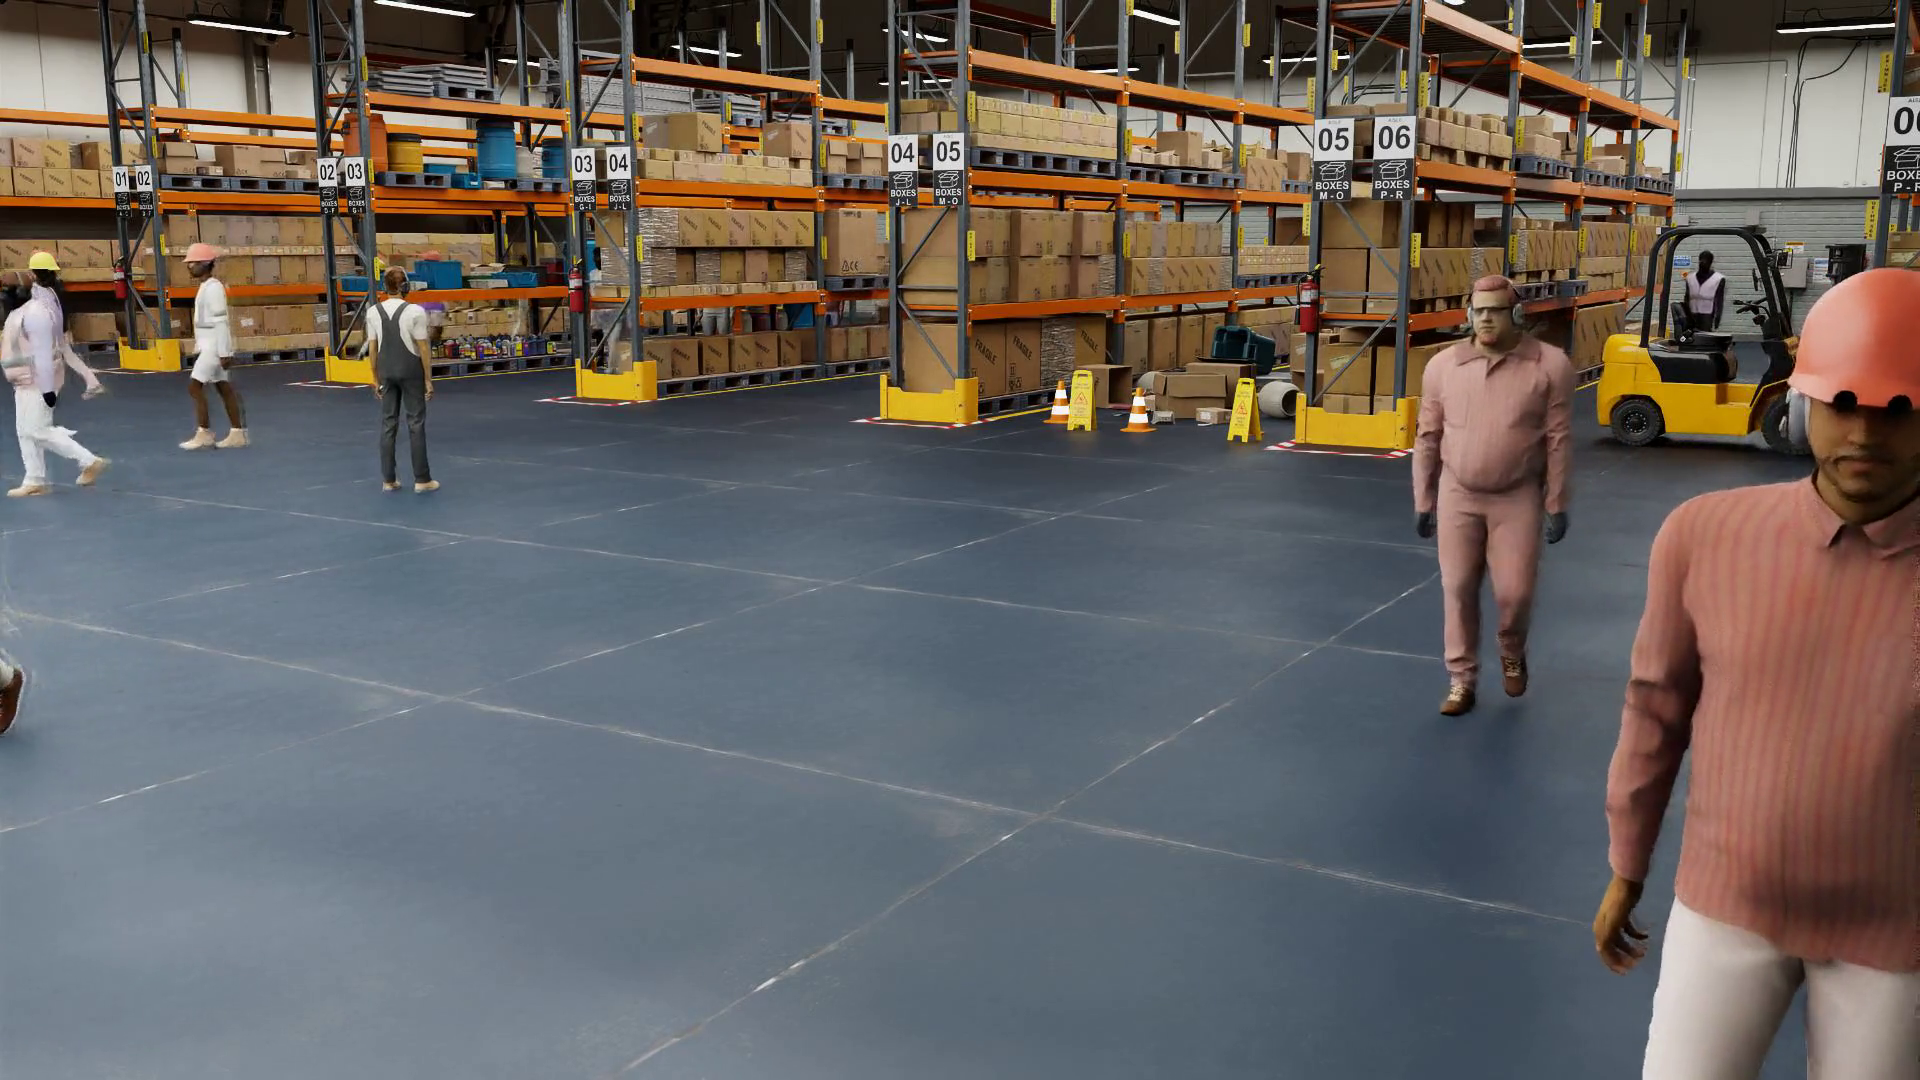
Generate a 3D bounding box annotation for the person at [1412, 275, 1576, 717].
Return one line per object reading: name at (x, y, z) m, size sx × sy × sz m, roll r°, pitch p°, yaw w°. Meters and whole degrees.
person at (2.266, -0.183, 7.134) m, size 0.663 × 1.887 × 0.469 m, roll 5°, pitch 11°, yaw 28°

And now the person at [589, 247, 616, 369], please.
person at (-5.761, -3.729, 26.783) m, size 0.608 × 1.966 × 0.365 m, roll 7°, pitch 12°, yaw 33°

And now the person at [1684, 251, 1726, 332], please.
person at (11.037, -3.338, 24.749) m, size 0.454 × 1.907 × 0.616 m, roll -8°, pitch 13°, yaw -38°

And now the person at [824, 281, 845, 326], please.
person at (-2.187, -3.848, 28.004) m, size 0.525 × 1.772 × 0.306 m, roll 4°, pitch 11°, yaw 22°

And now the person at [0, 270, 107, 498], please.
person at (-7.312, -1.247, 13.295) m, size 0.609 × 1.823 × 0.644 m, roll -8°, pitch 13°, yaw -40°

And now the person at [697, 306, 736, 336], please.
person at (-3.696, -3.440, 25.280) m, size 0.625 × 1.934 × 0.364 m, roll 1°, pitch 10°, yaw 4°

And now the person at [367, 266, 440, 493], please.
person at (-4.535, -1.290, 13.516) m, size 0.530 × 1.839 × 0.365 m, roll 1°, pitch 10°, yaw 5°

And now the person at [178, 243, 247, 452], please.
person at (-7.398, -1.866, 16.200) m, size 0.772 × 2.013 × 0.626 m, roll -5°, pitch 11°, yaw -25°

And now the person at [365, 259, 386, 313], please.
person at (-9.050, -3.493, 26.015) m, size 0.533 × 1.771 × 0.301 m, roll 5°, pitch 11°, yaw 25°

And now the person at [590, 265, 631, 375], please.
person at (-5.106, -3.168, 24.160) m, size 0.613 × 1.776 × 0.943 m, roll 4°, pitch 11°, yaw 21°

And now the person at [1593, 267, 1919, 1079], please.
person at (1.315, 0.583, 2.569) m, size 0.663 × 1.985 × 0.456 m, roll 8°, pitch 13°, yaw 37°

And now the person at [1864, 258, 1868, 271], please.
person at (13.423, -3.329, 24.875) m, size 0.642 × 1.858 × 0.995 m, roll 4°, pitch 11°, yaw 23°

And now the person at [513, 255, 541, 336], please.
person at (-8.102, -4.436, 31.160) m, size 0.545 × 1.816 × 0.970 m, roll 6°, pitch 12°, yaw 29°

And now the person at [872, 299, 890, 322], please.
person at (-1.338, -4.088, 29.768) m, size 0.517 × 1.617 × 0.394 m, roll 5°, pitch 11°, yaw 27°

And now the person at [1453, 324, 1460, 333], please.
person at (9.007, -4.427, 30.947) m, size 0.962 × 1.889 × 0.552 m, roll 0°, pitch 10°, yaw -2°

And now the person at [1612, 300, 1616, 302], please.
person at (11.915, -4.297, 30.945) m, size 0.787 × 1.598 × 0.539 m, roll 3°, pitch 11°, yaw 18°

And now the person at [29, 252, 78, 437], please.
person at (-9.498, -2.025, 17.347) m, size 0.370 × 1.925 × 0.594 m, roll -2°, pitch 10°, yaw -11°

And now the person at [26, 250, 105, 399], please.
person at (-11.619, -2.755, 21.405) m, size 1.017 × 1.949 × 0.635 m, roll -4°, pitch 11°, yaw -22°

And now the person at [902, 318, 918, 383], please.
person at (-0.753, -3.192, 24.108) m, size 0.552 × 1.847 × 0.577 m, roll 9°, pitch 13°, yaw 41°

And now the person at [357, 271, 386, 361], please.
person at (-9.413, -3.555, 26.825) m, size 0.510 × 1.602 × 0.727 m, roll 4°, pitch 11°, yaw 23°

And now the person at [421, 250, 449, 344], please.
person at (-9.017, -3.995, 28.433) m, size 0.556 × 1.915 × 0.812 m, roll 5°, pitch 11°, yaw 27°

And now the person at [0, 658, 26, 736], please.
person at (-4.047, -0.027, 6.412) m, size 0.531 × 1.839 × 0.864 m, roll 2°, pitch 10°, yaw 12°
